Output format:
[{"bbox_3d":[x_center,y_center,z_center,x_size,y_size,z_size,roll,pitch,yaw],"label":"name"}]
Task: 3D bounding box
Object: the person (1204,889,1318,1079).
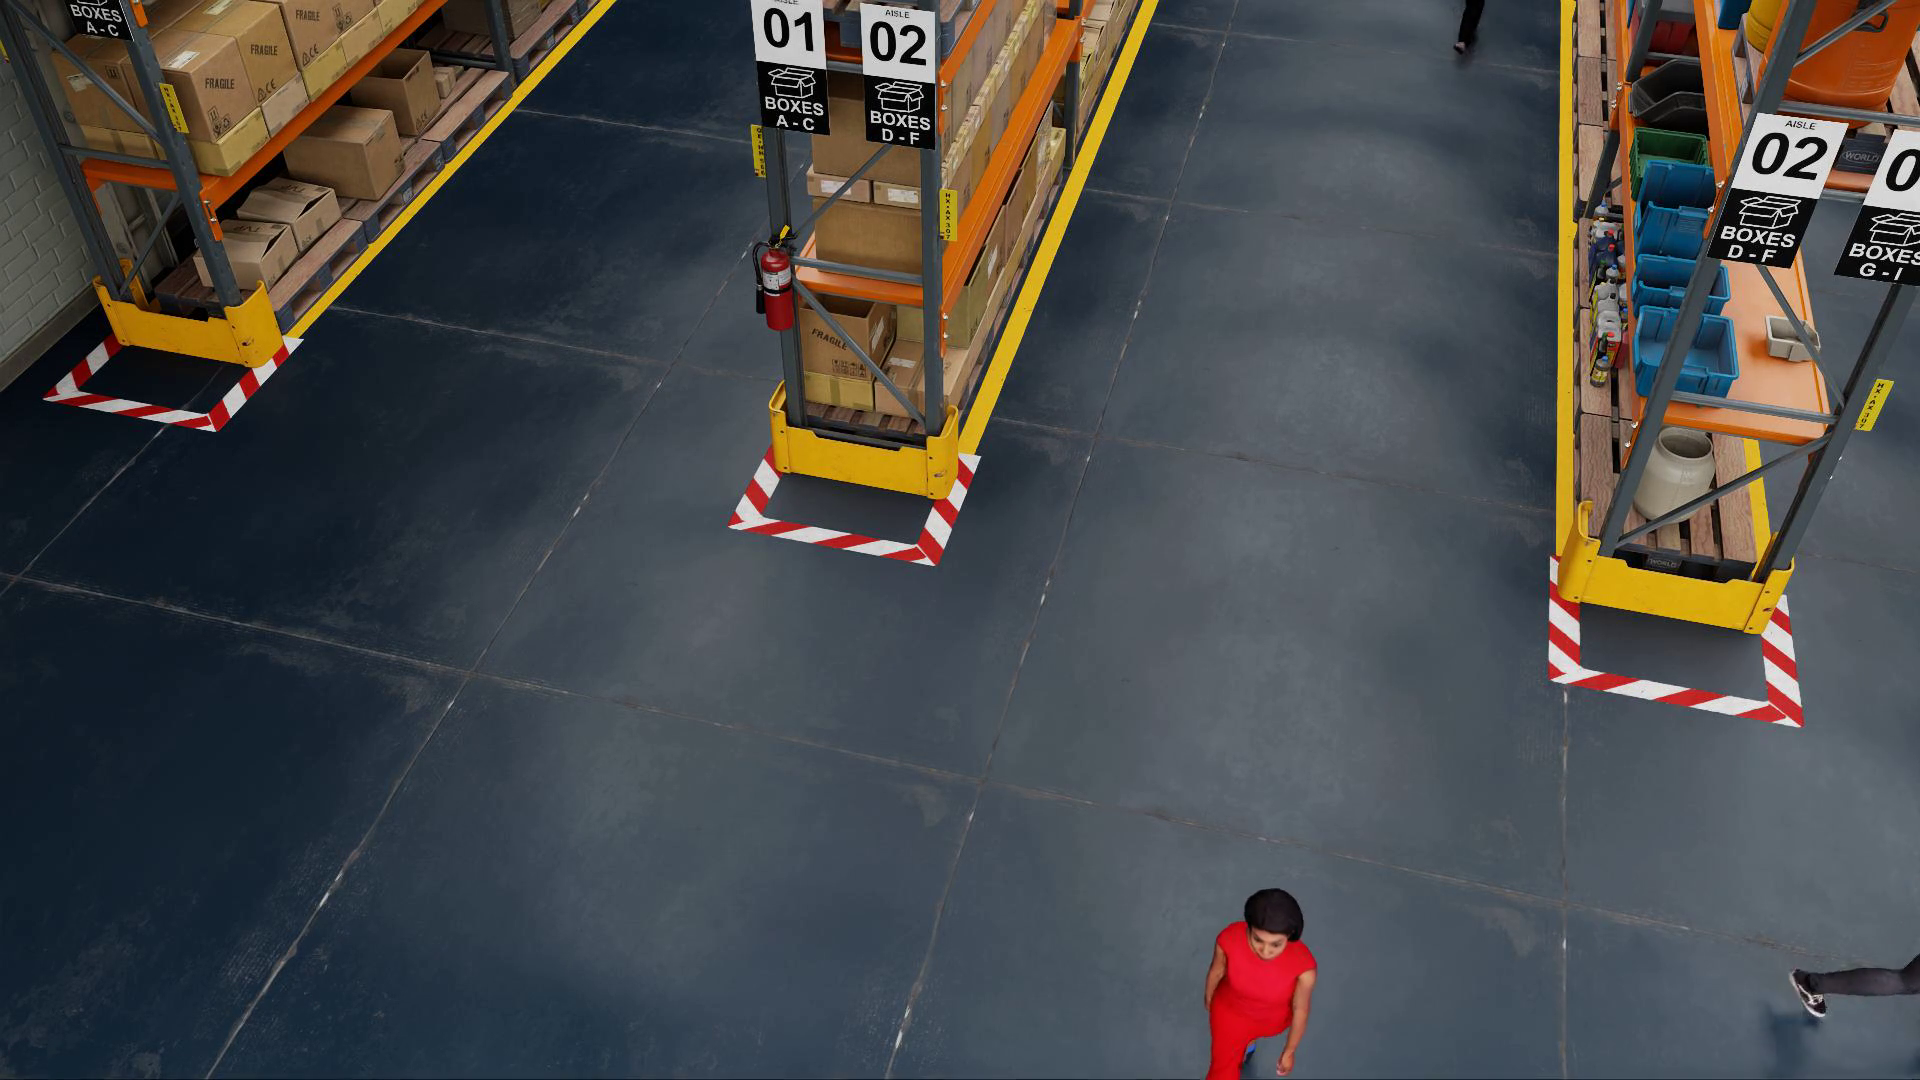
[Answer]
[{"bbox_3d":[1.243,1.913,6.952,0.566,1.695,1.047,10,44,10],"label":"person"}]
